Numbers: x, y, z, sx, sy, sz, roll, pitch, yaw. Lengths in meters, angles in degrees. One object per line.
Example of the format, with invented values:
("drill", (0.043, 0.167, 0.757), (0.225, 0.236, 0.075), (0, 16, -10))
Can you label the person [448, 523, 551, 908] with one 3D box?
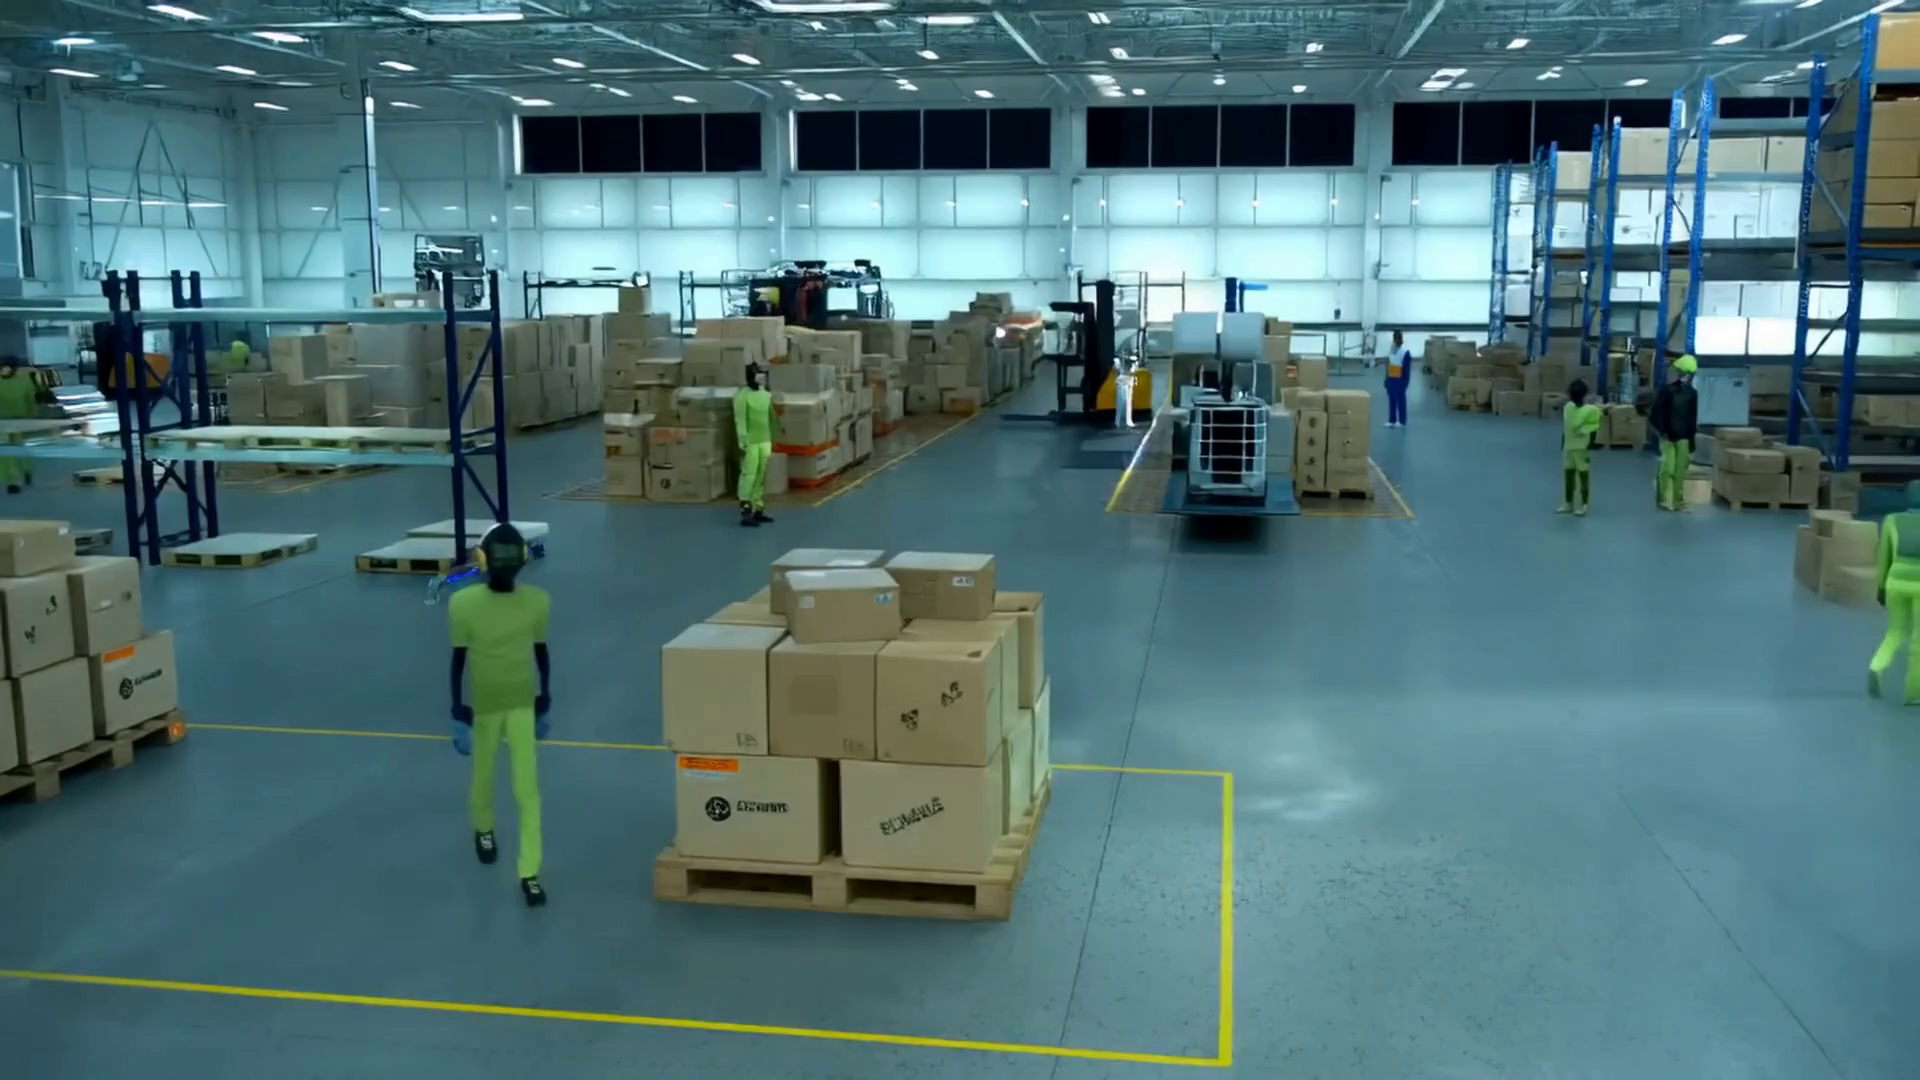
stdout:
("person", (-2.266, 0.805, 8.180), (0.520, 1.839, 0.886), (-4, 10, -23))

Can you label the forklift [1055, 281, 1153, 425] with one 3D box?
("forklift", (2.872, -3.709, 32.791), (1.873, 2.768, 1.129), (1, 9, 9))

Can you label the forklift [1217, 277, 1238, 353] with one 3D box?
("forklift", (7.861, -6.233, 48.356), (1.873, 2.768, 1.129), (1, 9, 9))

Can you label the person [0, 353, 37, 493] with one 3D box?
("person", (-12.902, -1.577, 22.609), (0.632, 1.920, 0.464), (-4, 10, -21))

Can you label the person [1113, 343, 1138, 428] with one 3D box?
("person", (3.199, -2.990, 32.174), (0.515, 1.639, 0.314), (-2, 9, -13))

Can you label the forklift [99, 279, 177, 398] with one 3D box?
("forklift", (-19.606, -4.720, 39.027), (1.873, 2.768, 1.129), (1, 9, 9))

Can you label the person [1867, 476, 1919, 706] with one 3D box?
("person", (6.578, 0.364, 11.508), (0.445, 1.630, 0.514), (-6, 11, -34))

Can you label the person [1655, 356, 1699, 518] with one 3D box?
("person", (8.848, -1.266, 20.480), (0.408, 1.982, 0.612), (-3, 10, -17))

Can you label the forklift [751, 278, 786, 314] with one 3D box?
("forklift", (-4.966, -5.394, 43.181), (1.129, 2.768, 1.873), (-3, 10, -16))

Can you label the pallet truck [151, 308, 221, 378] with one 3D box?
("pallet truck", (-21.869, -5.598, 47.154), (0.823, 1.965, 1.885), (4, 10, 26))

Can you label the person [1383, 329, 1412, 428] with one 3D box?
("person", (8.443, -3.106, 32.063), (0.397, 1.911, 0.587), (-6, 11, -31))

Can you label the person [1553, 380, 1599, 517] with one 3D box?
("person", (7.629, -1.135, 20.566), (0.319, 1.693, 0.532), (-4, 10, -25))

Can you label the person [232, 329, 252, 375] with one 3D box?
("person", (-16.802, -4.080, 38.782), (0.535, 1.670, 0.711), (5, 11, 30))

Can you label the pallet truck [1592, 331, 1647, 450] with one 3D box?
("pallet truck", (11.253, -2.573, 28.499), (0.823, 1.965, 1.885), (5, 10, 27))

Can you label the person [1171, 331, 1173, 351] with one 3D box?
("person", (5.465, -4.561, 40.933), (0.545, 1.942, 0.354), (-3, 10, -17))

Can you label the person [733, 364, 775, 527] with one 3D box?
("person", (-2.442, -1.135, 19.829), (0.370, 1.934, 0.627), (5, 10, 27))
